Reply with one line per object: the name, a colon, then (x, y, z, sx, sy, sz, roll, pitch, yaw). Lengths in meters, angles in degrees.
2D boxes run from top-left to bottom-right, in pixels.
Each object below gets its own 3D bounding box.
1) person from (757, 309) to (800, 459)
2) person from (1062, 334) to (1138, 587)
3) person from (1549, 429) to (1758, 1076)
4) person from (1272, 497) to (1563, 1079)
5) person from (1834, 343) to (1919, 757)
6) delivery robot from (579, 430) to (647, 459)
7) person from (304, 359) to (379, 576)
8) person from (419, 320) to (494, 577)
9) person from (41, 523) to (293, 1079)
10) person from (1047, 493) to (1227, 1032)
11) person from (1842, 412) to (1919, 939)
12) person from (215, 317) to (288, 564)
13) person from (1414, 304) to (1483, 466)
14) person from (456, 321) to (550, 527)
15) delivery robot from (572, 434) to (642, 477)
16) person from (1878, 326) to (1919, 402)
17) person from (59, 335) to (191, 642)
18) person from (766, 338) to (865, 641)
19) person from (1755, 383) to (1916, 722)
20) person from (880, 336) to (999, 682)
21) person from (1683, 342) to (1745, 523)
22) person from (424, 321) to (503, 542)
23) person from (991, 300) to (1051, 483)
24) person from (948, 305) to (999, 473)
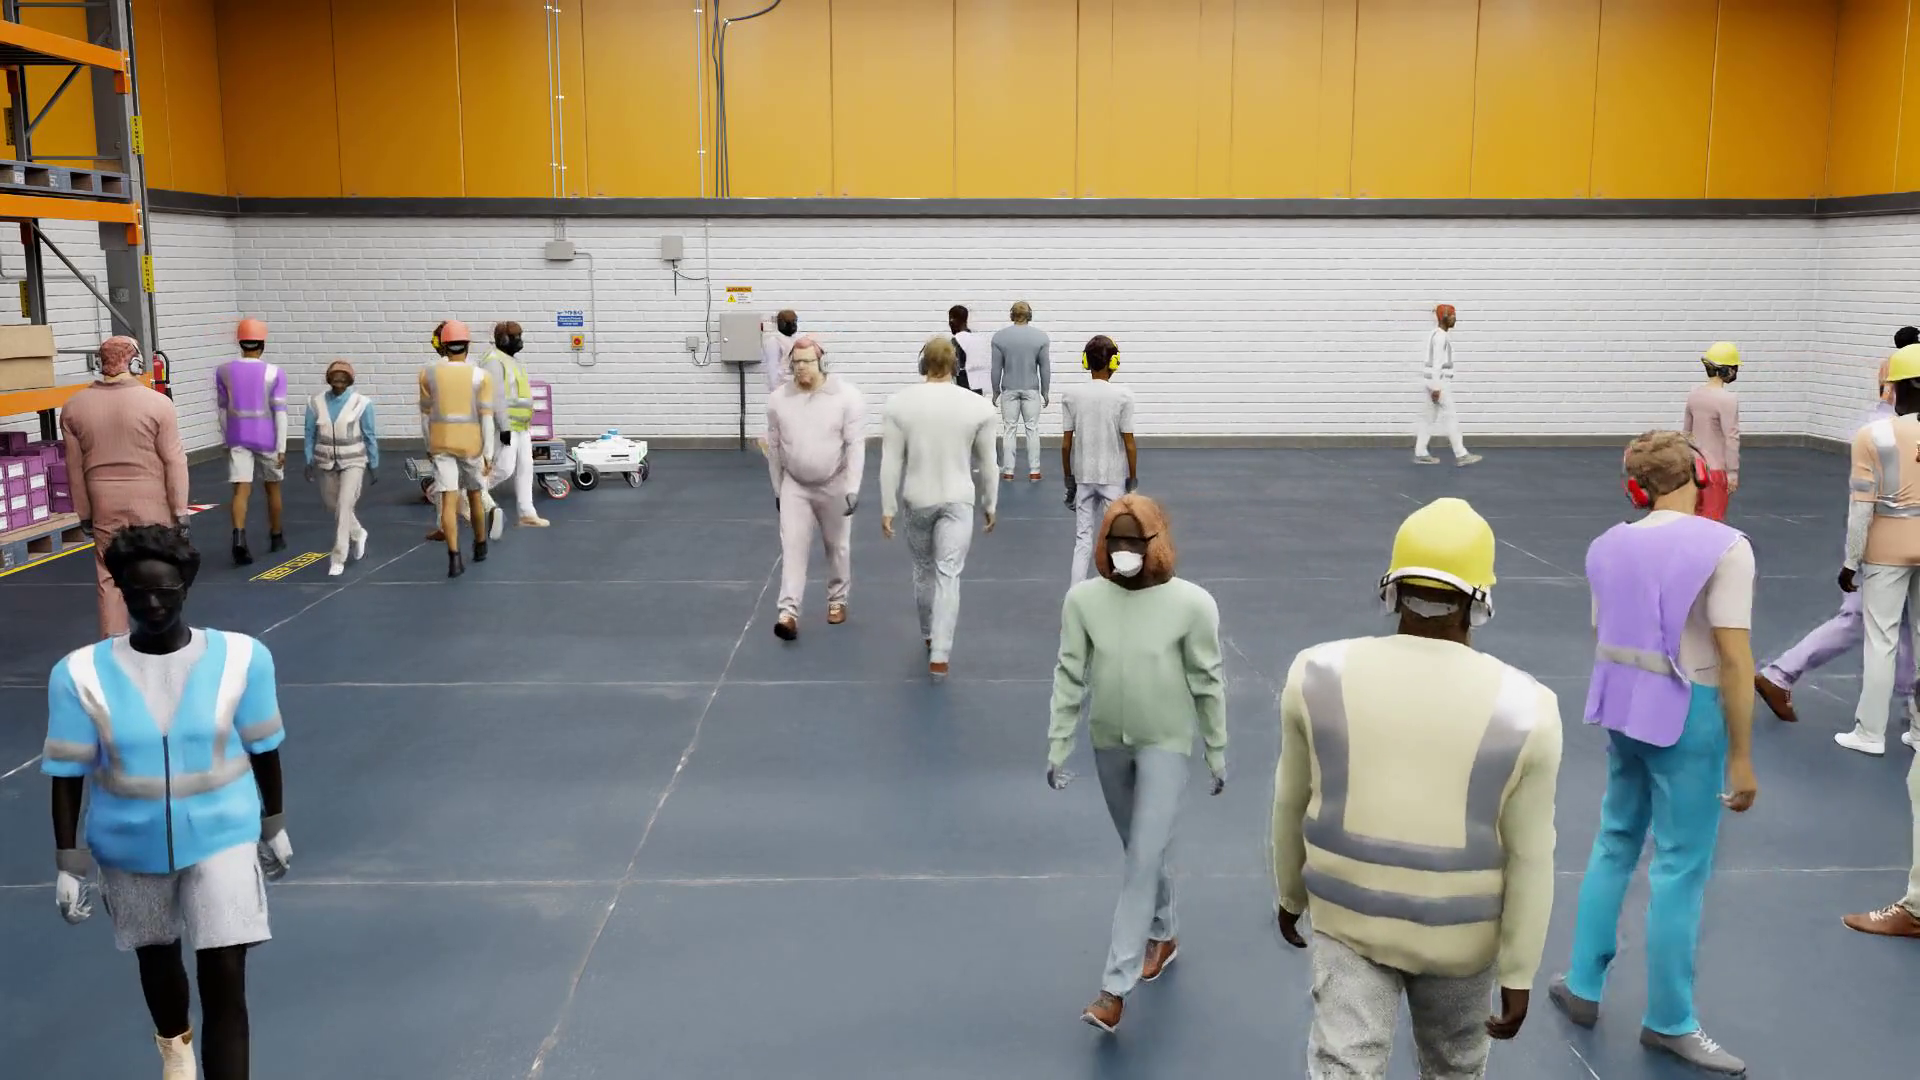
person: (-2.036, -1.707, 18.894, 0.675, 1.819, 0.650, 3, 10, 20)
person: (0.878, -0.338, 10.328, 0.508, 1.865, 0.328, 4, 10, 24)
person: (2.025, 0.598, 4.799, 0.387, 1.804, 0.674, -3, 10, -19)
person: (0.936, 0.808, 3.525, 0.594, 1.799, 0.891, 3, 10, 20)
person: (4.382, 0.057, 7.718, 0.587, 1.926, 0.368, 0, 9, 1)
delivery robot: (-3.691, -0.932, 17.681, 0.707, 0.478, 0.477, -2, 9, -11)
person: (-4.641, -0.572, 12.566, 0.531, 1.597, 0.770, 0, 9, 2)
person: (-3.775, -0.707, 12.540, 0.546, 1.883, 0.968, -2, 10, -13)
person: (-1.990, 0.767, 4.204, 0.549, 1.644, 0.890, -3, 10, -20)
person: (0.508, 0.655, 5.045, 0.523, 1.584, 0.855, 5, 11, 29)
person: (3.427, 0.458, 5.520, 0.685, 1.849, 0.526, 5, 11, 28)
person: (-5.509, -0.778, 12.943, 0.544, 1.907, 0.945, -2, 9, -10)
person: (5.669, -1.778, 19.185, 0.828, 1.853, 0.611, 2, 9, 11)
person: (-4.011, -0.999, 14.510, 0.719, 1.825, 0.621, 1, 9, 7)
delivery robot: (-3.653, -0.857, 17.224, 0.707, 0.478, 0.477, -2, 10, -15)
person: (9.408, -1.287, 16.655, 0.317, 1.695, 0.540, -1, 9, -6)
person: (-4.582, -0.178, 9.230, 0.639, 1.903, 0.409, 0, 9, -2)
person: (-0.904, -0.324, 10.312, 0.640, 1.840, 1.041, 1, 9, 6)
person: (4.468, 0.029, 8.134, 0.982, 1.857, 0.639, 5, 11, 29)
person: (-0.107, -0.203, 9.417, 0.653, 1.883, 1.027, 1, 9, 3)
person: (5.232, -0.489, 11.554, 0.315, 1.767, 0.535, -2, 9, -10)
person: (-4.129, -0.868, 13.670, 0.765, 1.845, 0.513, 7, 11, 35)
person: (0.644, -1.569, 17.646, 0.634, 1.936, 0.351, 1, 9, 4)
person: (0.026, -1.667, 18.563, 1.012, 1.879, 0.608, 3, 10, 16)
